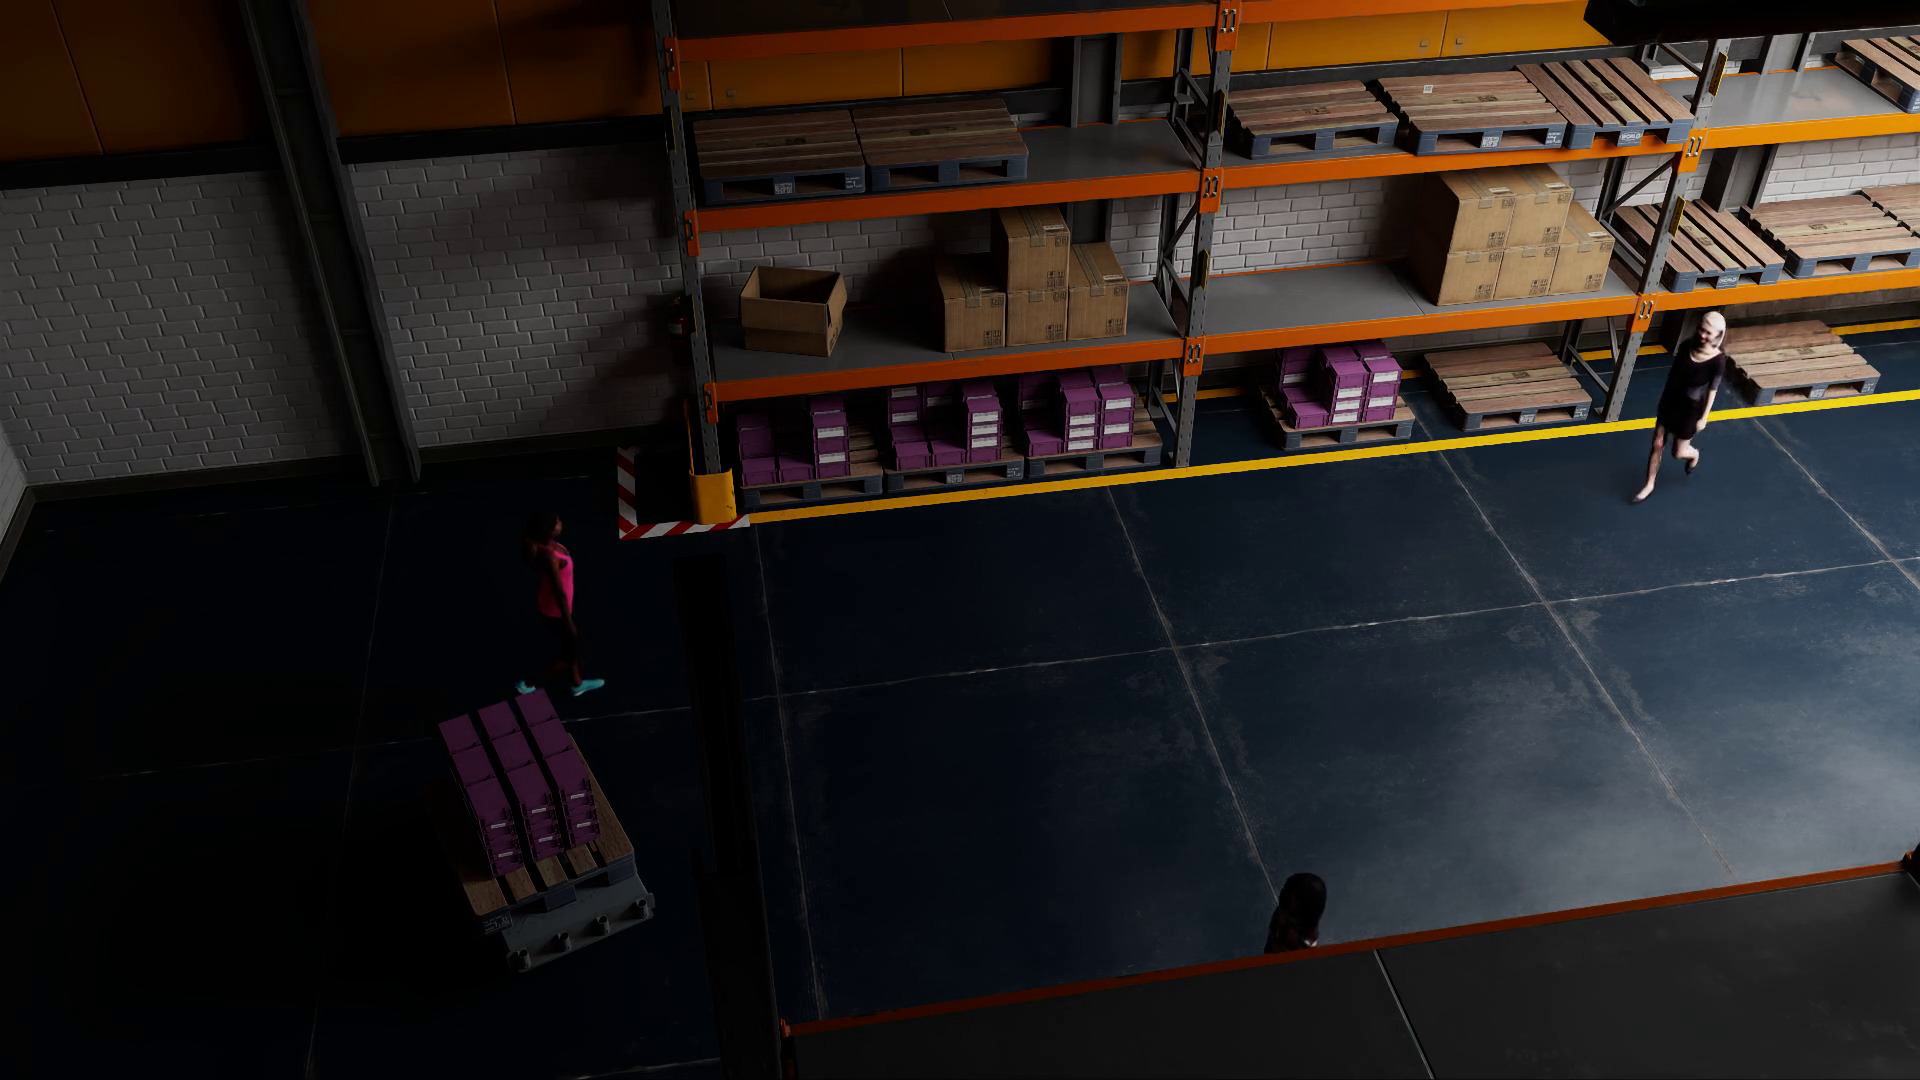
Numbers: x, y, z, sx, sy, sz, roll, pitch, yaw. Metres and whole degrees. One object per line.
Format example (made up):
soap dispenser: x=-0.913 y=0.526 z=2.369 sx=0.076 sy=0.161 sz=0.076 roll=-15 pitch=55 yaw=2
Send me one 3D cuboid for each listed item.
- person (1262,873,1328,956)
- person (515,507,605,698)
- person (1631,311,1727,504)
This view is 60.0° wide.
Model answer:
person: x=1.856 y=2.424 z=9.217 sx=0.873 sy=1.721 sz=0.648 roll=-3 pitch=39 yaw=-3
person: x=-2.892 y=0.508 z=11.625 sx=0.895 sy=1.708 sz=0.662 roll=-13 pitch=40 yaw=-16
person: x=5.941 y=-1.078 z=13.529 sx=1.007 sy=1.811 sz=0.831 roll=-21 pitch=43 yaw=-25
